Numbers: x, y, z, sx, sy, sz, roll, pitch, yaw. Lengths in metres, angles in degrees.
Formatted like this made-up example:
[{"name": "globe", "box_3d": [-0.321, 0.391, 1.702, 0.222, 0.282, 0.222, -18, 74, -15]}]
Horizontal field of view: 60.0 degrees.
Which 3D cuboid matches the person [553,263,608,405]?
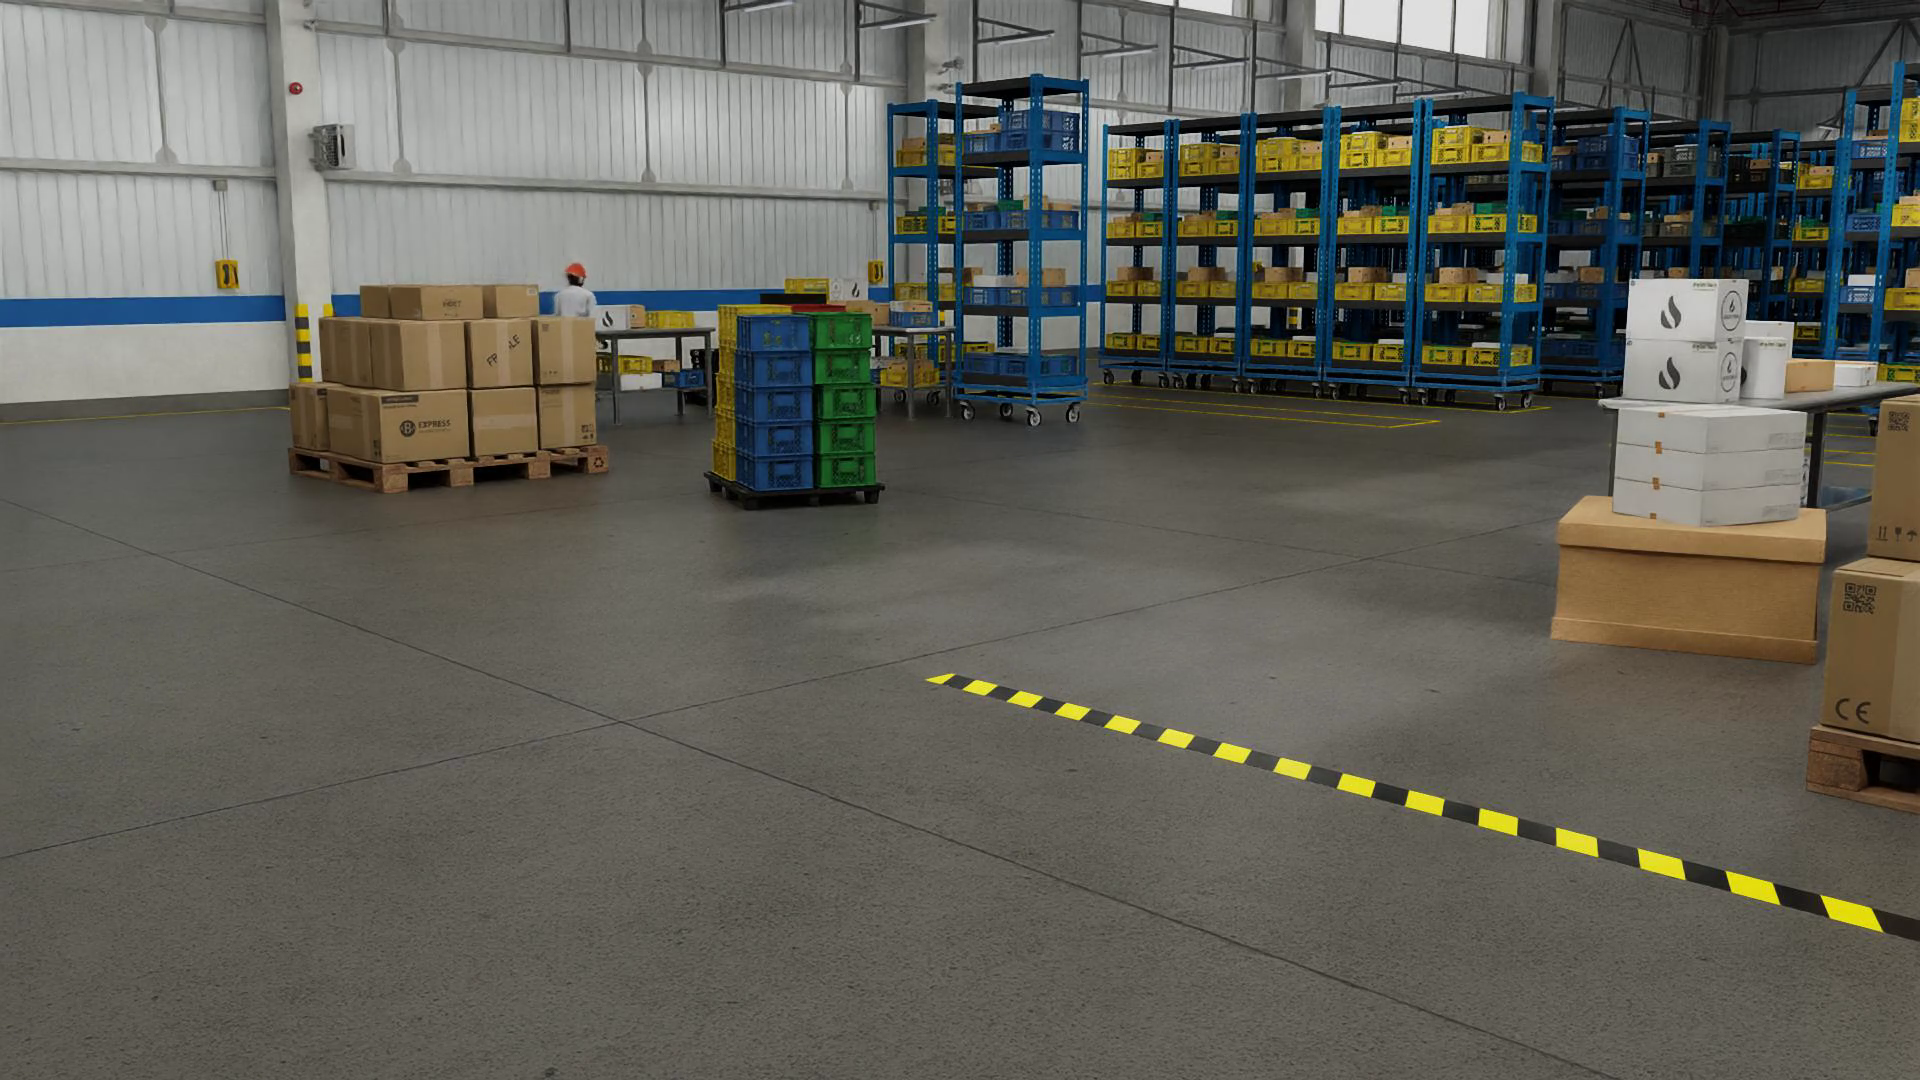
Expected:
[{"name": "person", "box_3d": [-4.444, -2.365, 19.372, 0.575, 1.701, 0.915, 5, 11, 29]}]
